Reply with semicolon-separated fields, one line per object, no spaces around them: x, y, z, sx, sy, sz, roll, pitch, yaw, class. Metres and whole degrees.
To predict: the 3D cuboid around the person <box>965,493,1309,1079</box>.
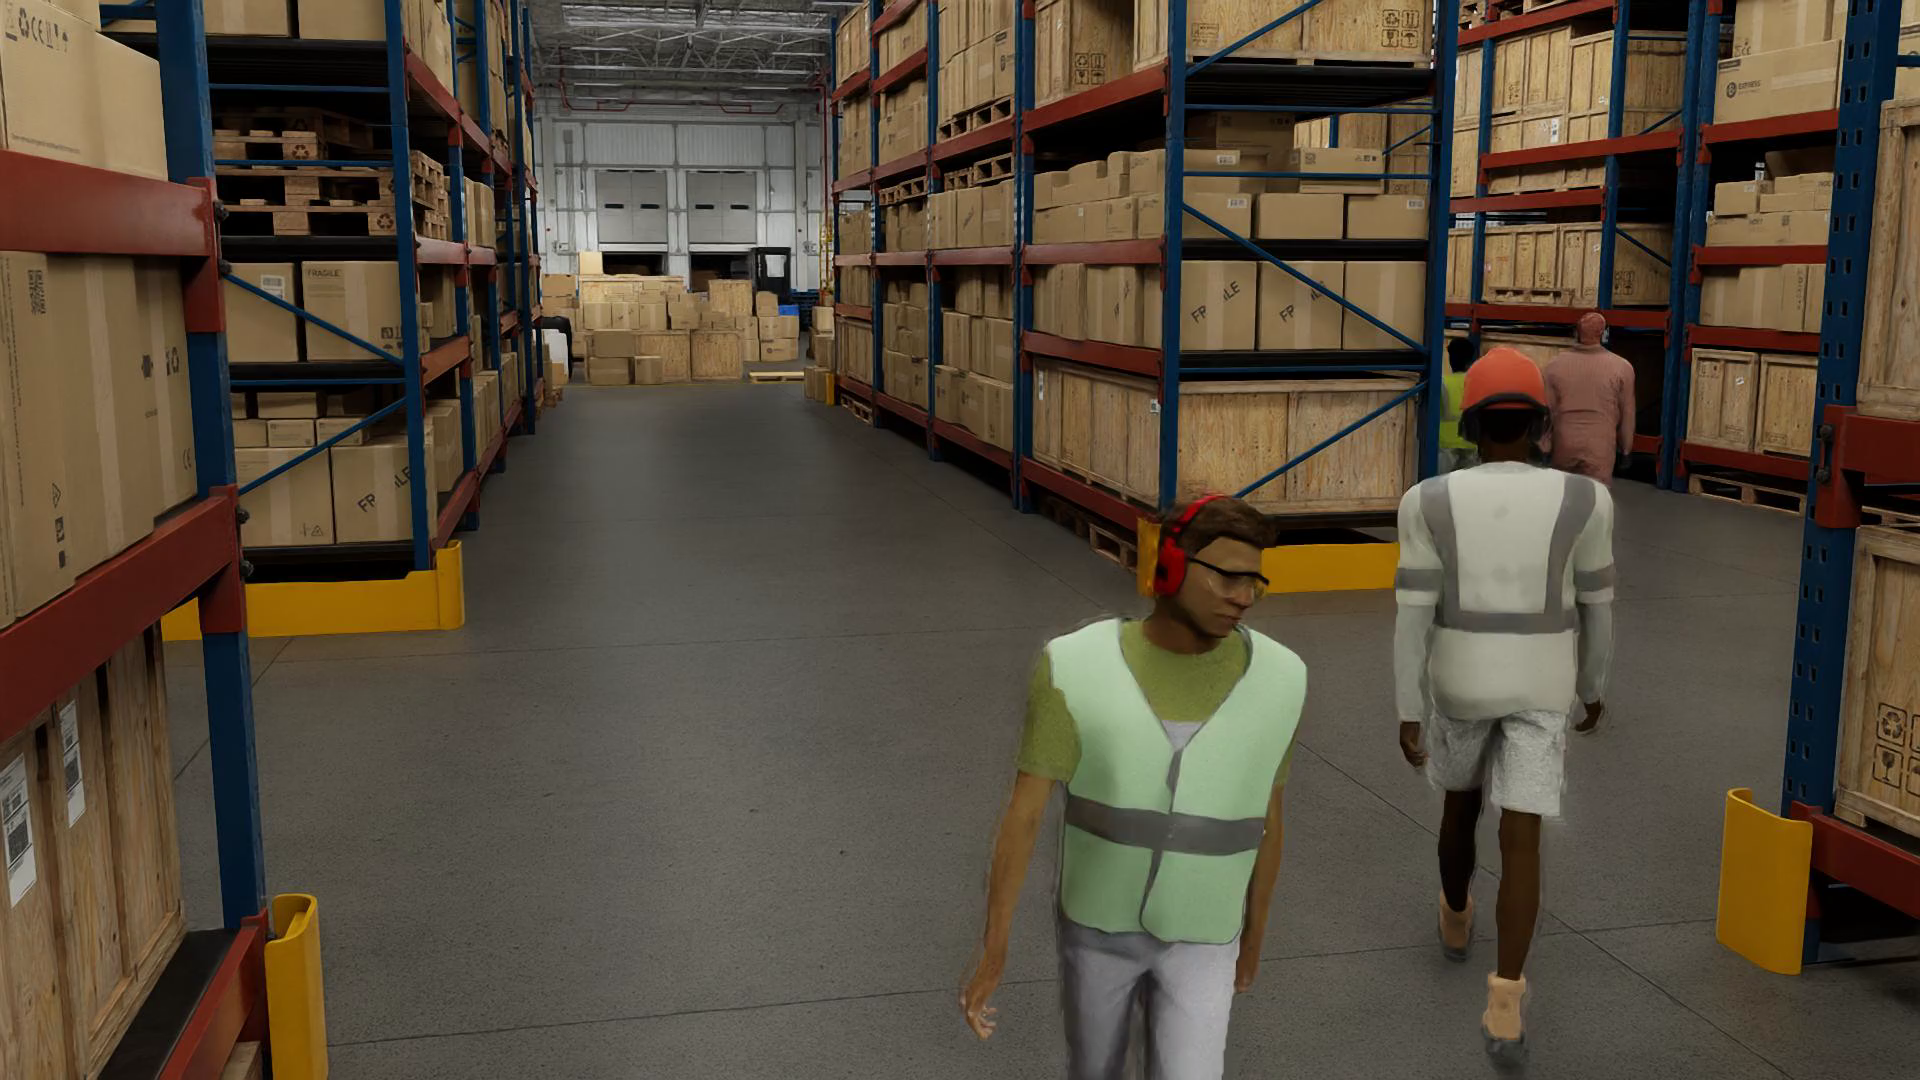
0.363;0.786;3.373;0.664;1.788;0.976;0;9;2;person

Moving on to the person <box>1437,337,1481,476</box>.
3.940;-0.764;13.140;0.538;1.672;0.696;-1;9;-8;person

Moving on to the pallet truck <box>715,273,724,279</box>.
-8.580;-8.986;62.280;1.885;1.965;0.823;1;9;5;pallet truck

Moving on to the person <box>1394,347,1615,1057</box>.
1.598;0.433;4.940;0.611;1.993;1.073;3;10;19;person

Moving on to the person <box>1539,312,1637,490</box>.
4.522;-0.683;11.984;0.640;1.890;0.652;6;11;33;person

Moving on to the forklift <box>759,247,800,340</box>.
-5.544;-7.433;50.130;1.129;2.768;1.873;-3;10;-18;forklift
